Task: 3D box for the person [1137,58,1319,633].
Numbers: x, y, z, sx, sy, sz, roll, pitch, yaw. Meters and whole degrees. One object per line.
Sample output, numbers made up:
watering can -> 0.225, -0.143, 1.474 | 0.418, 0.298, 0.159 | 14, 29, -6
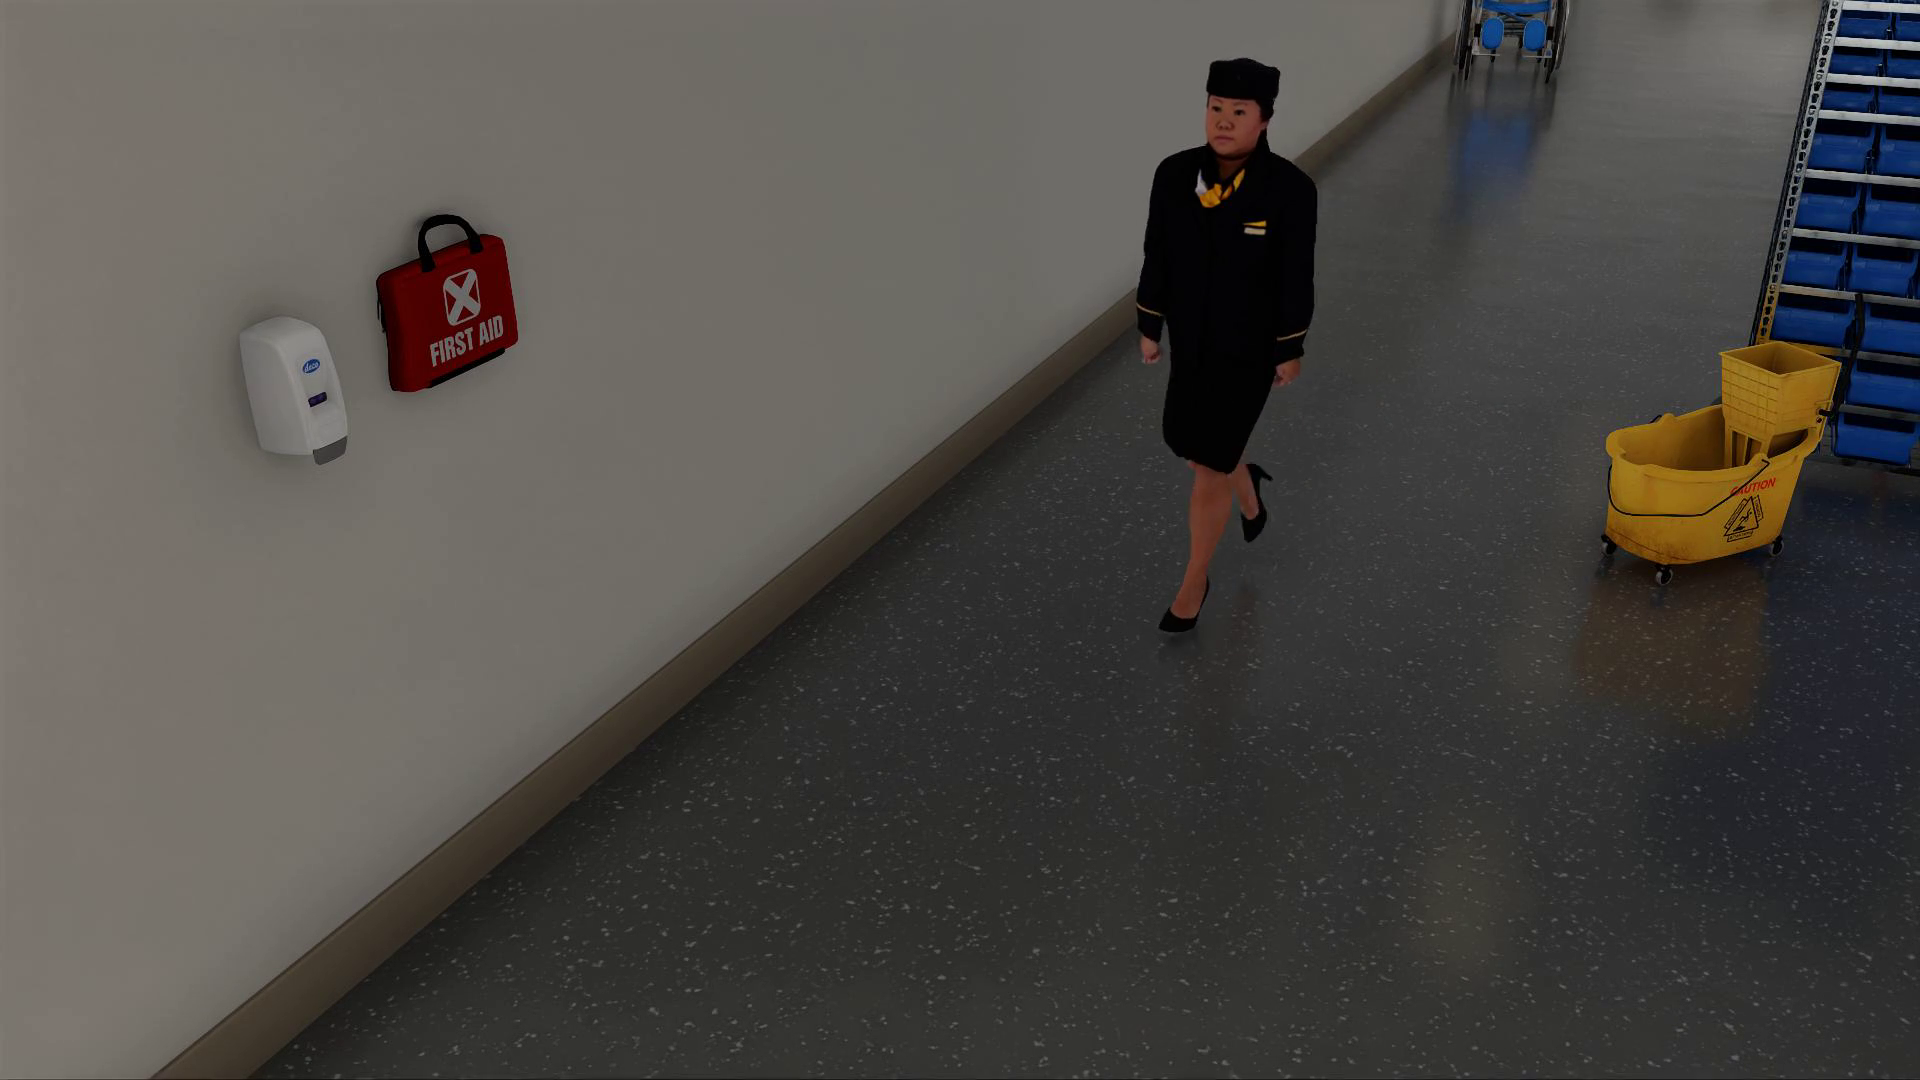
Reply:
person -> 0.811, -0.573, 4.948 | 0.994, 1.650, 0.875 | 17, 31, 32
